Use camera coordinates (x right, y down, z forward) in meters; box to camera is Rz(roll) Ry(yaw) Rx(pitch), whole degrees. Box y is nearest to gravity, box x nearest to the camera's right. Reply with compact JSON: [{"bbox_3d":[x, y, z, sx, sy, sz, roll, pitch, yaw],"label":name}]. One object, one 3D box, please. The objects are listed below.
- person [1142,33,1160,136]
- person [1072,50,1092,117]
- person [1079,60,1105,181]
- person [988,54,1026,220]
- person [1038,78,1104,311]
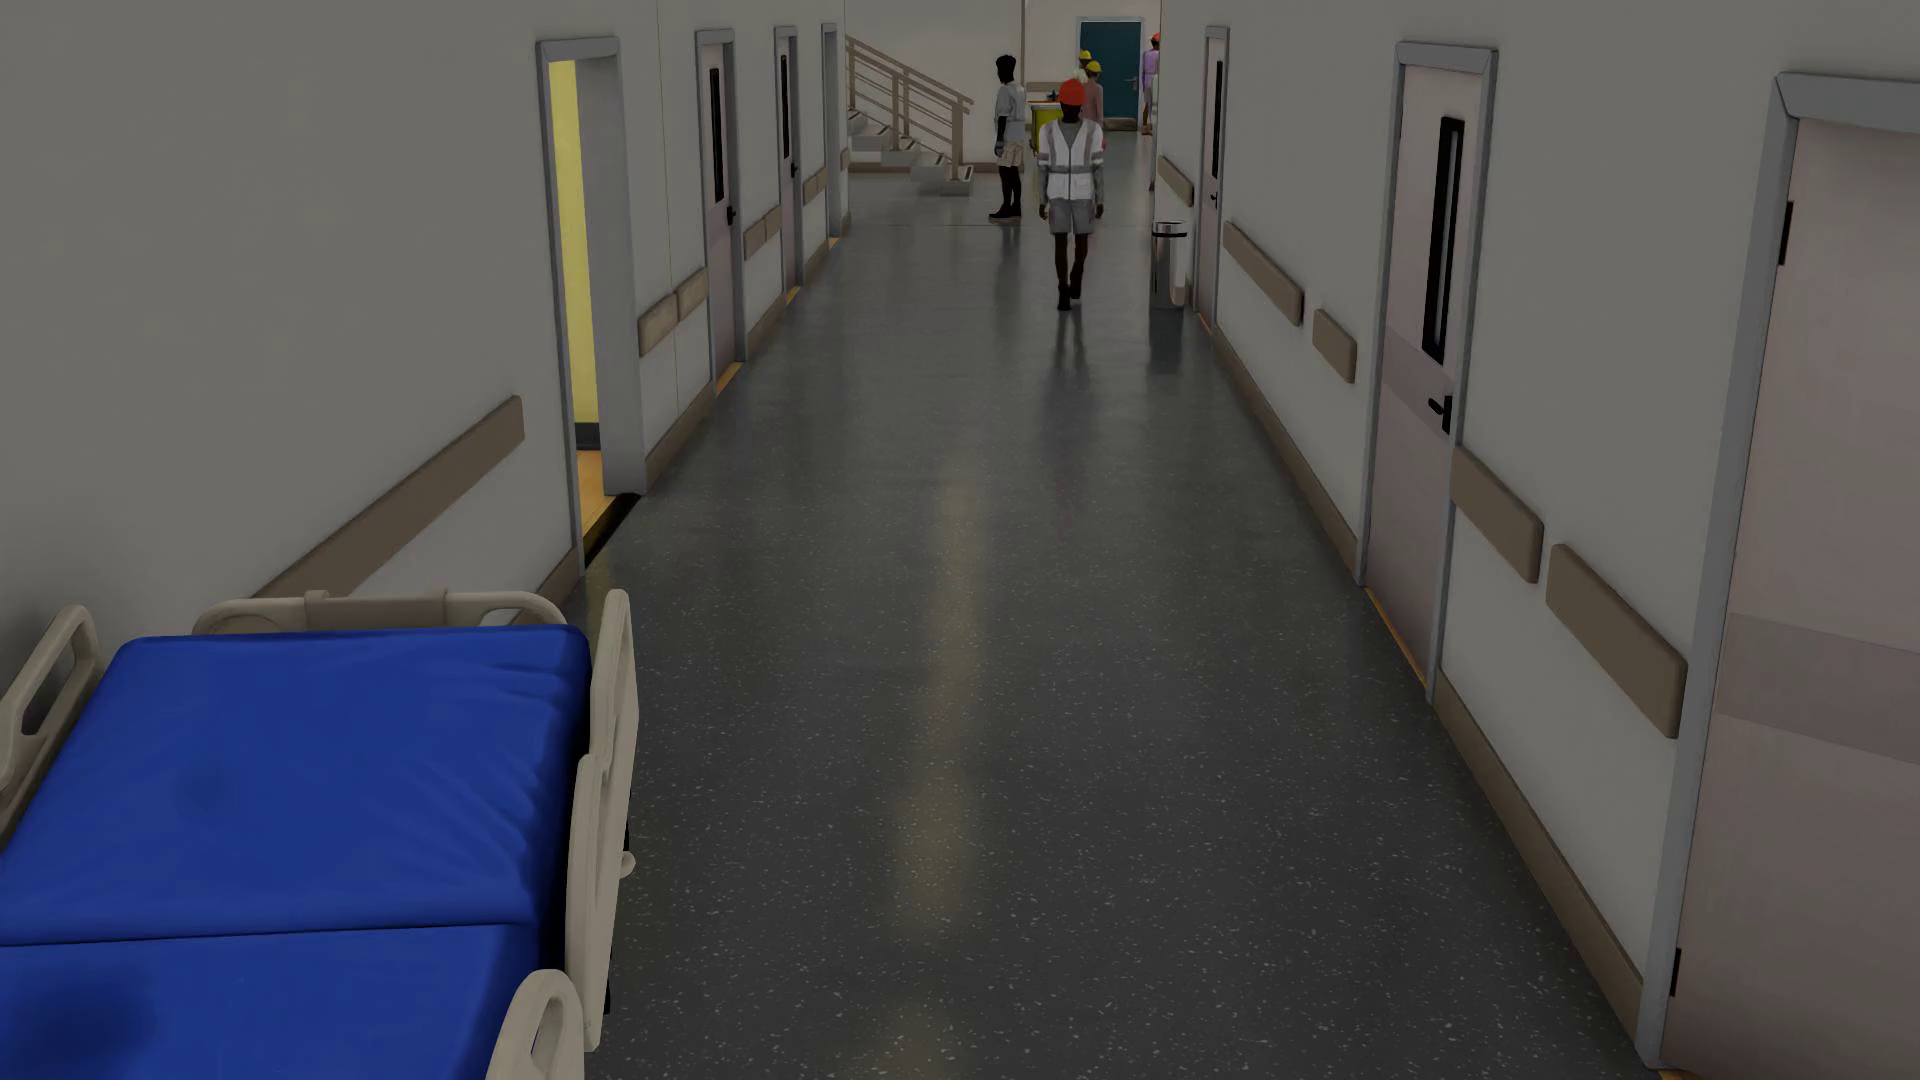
[{"bbox_3d":[3.958,-9.244,33.770,0.403,2.031,0.613,-15,23,-40],"label":"person"},{"bbox_3d":[2.308,-8.431,31.674,0.530,1.746,0.713,-11,21,-31],"label":"person"},{"bbox_3d":[1.899,-6.122,24.387,0.459,1.754,0.540,-10,20,-29],"label":"person"},{"bbox_3d":[0.587,-4.862,20.124,0.389,1.951,0.620,8,19,24],"label":"person"},{"bbox_3d":[0.942,-2.938,14.136,0.568,1.915,0.652,2,18,5],"label":"person"}]
